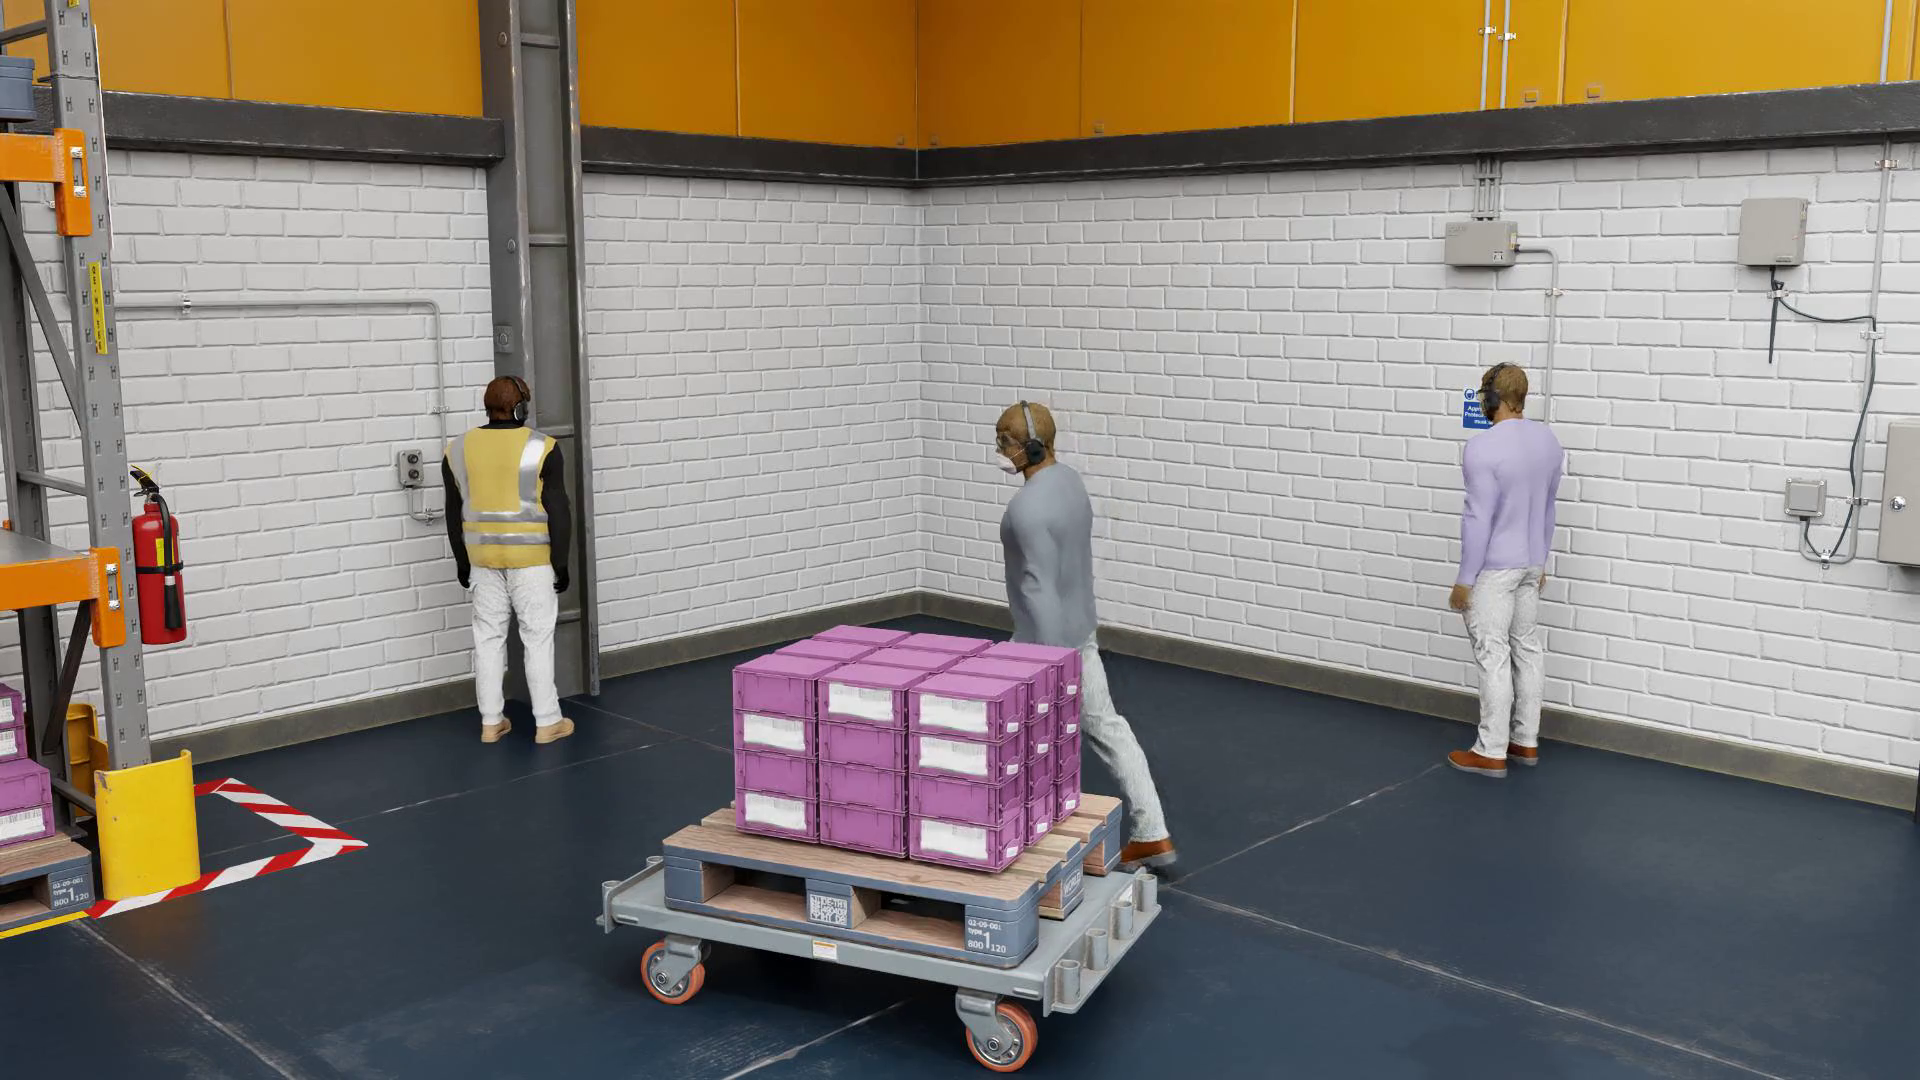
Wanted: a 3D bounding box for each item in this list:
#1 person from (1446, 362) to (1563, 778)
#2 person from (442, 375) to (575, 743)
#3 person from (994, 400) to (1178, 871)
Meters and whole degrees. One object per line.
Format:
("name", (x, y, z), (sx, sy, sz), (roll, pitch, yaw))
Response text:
("person", (2.536, 0.141, 7.798), (0.645, 1.931, 0.379), (-7, 11, -36))
("person", (-2.231, 0.101, 8.303), (0.625, 1.843, 0.430), (1, 9, 8))
("person", (0.374, 0.387, 6.484), (1.062, 1.878, 0.644), (5, 10, 27))
